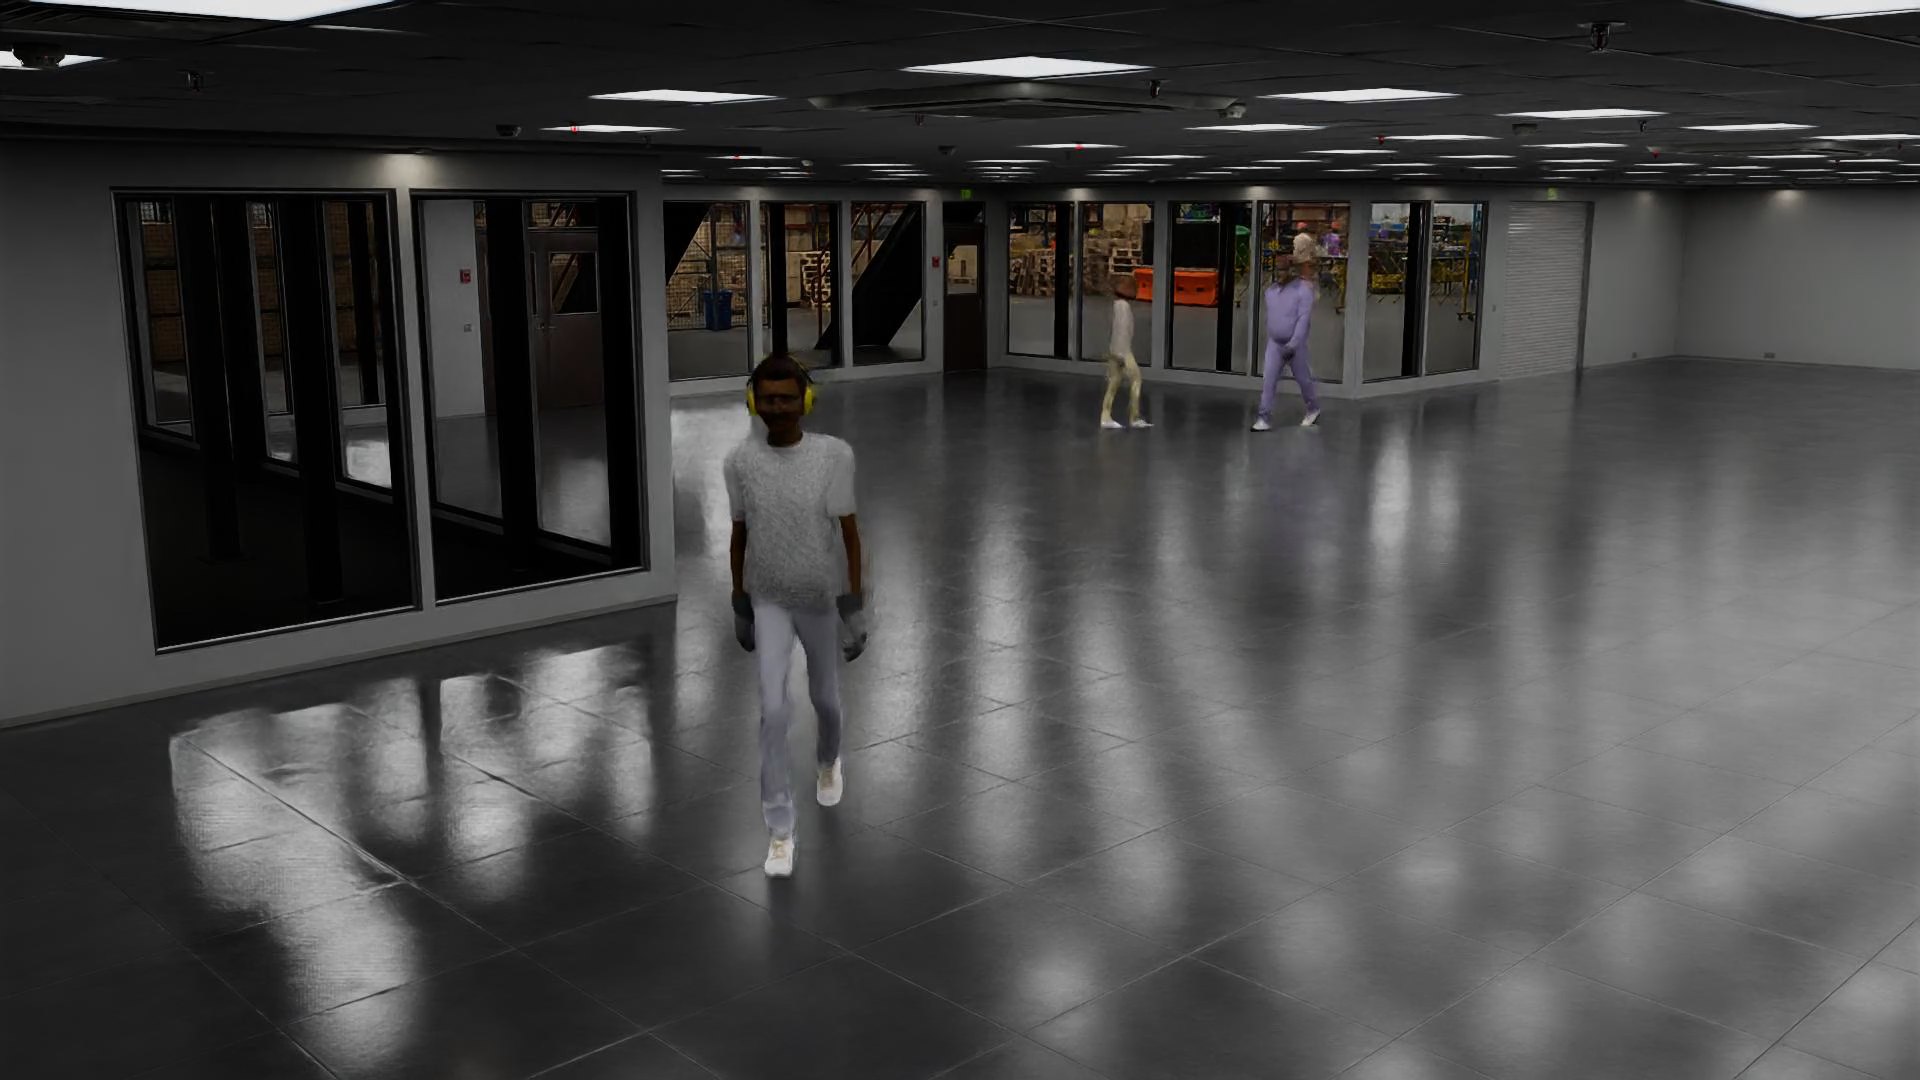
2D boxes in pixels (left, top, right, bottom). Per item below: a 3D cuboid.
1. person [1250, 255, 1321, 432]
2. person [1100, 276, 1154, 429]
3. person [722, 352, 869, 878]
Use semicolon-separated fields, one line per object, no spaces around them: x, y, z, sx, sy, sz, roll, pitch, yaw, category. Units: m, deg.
3.494;-2.086;17.581;0.621;1.851;1.035;10;15;41;person
1.793;-1.971;17.559;0.683;1.602;0.516;-1;11;-7;person
-0.590;0.212;6.114;0.535;1.838;0.924;0;11;1;person
